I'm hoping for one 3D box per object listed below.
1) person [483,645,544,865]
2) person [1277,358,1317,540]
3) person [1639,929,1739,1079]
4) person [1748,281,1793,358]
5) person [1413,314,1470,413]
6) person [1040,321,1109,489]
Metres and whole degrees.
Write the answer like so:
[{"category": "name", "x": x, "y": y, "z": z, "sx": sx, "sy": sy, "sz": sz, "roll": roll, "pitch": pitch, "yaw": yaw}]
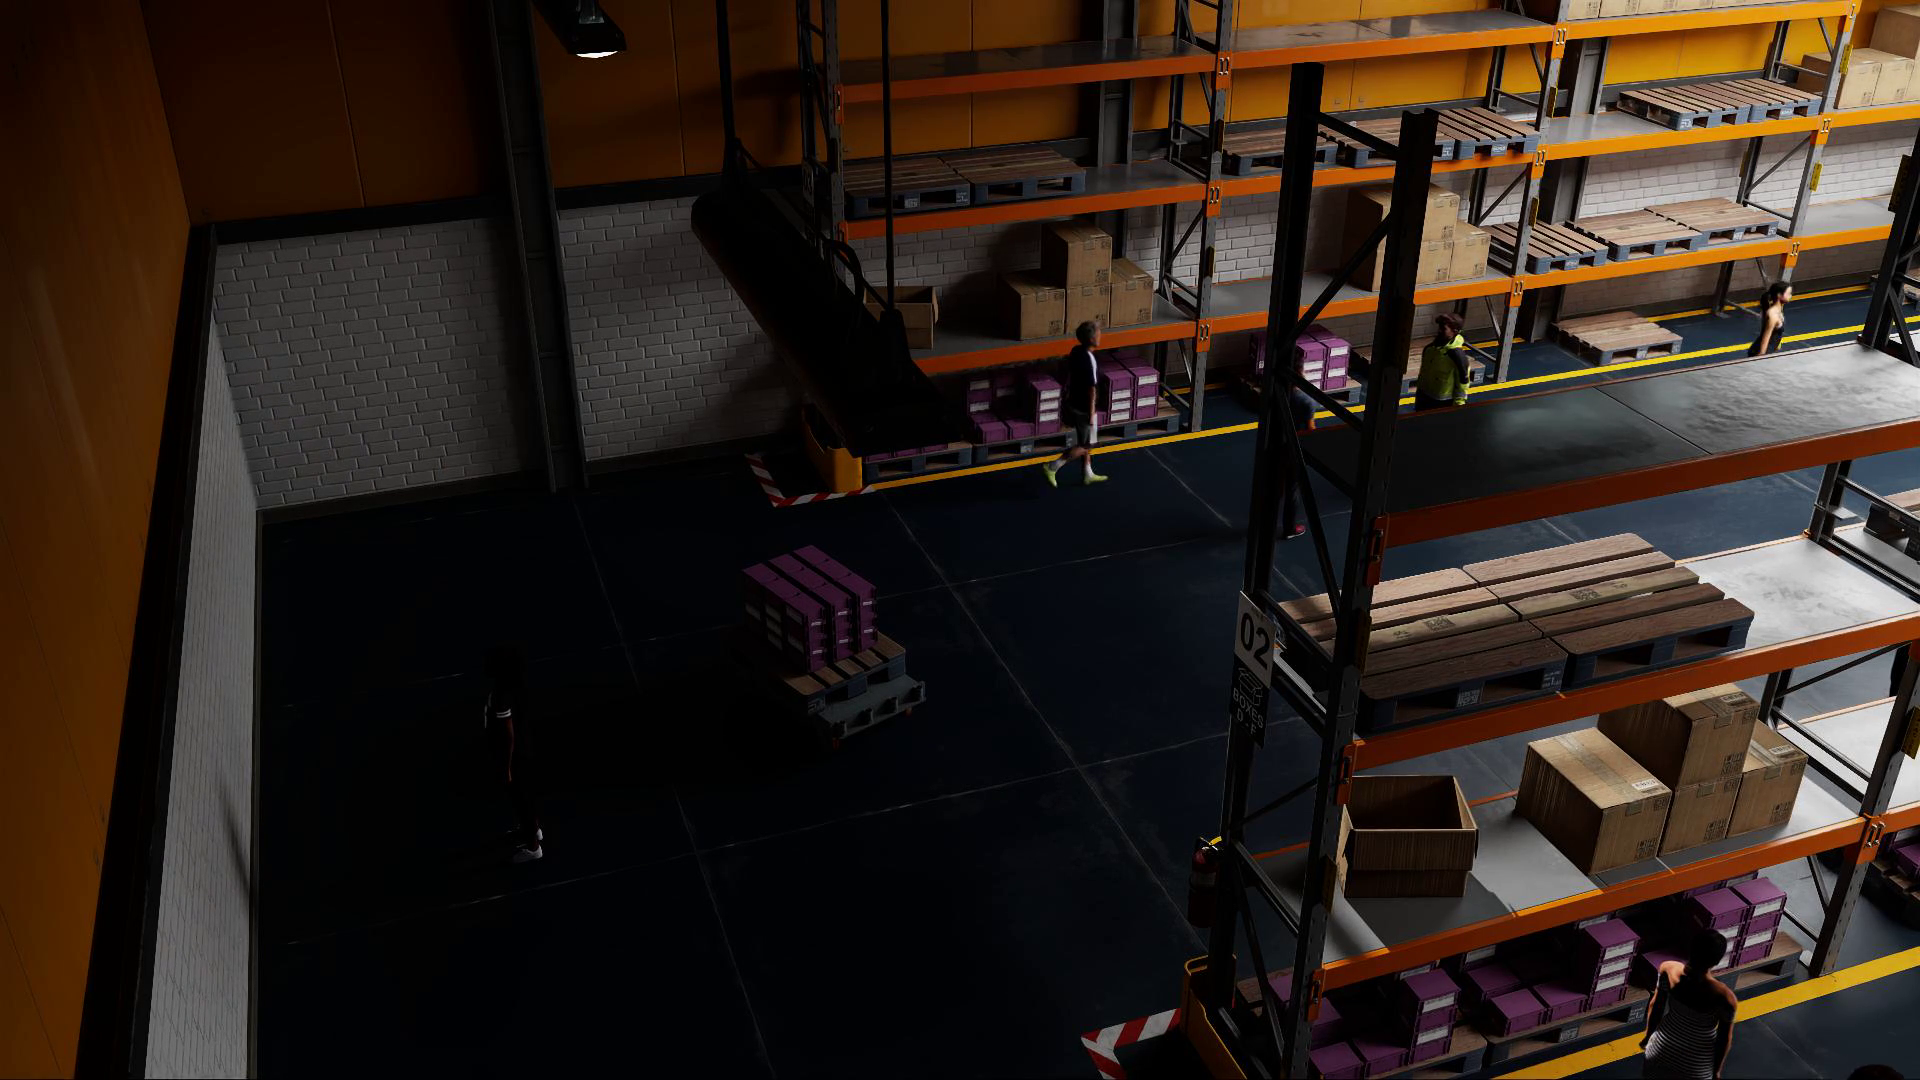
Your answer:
[{"category": "person", "x": -3.132, "y": 1.475, "z": 11.635, "sx": 0.644, "sy": 1.729, "sz": 0.656, "roll": -4, "pitch": 29, "yaw": -7}, {"category": "person", "x": 3.118, "y": -0.879, "z": 15.869, "sx": 0.725, "sy": 1.808, "sz": 0.731, "roll": 20, "pitch": 35, "yaw": 33}, {"category": "person", "x": 3.896, "y": 2.840, "z": 9.036, "sx": 0.657, "sy": 1.822, "sz": 0.669, "roll": -25, "pitch": 37, "yaw": -37}, {"category": "person", "x": 8.576, "y": -1.979, "z": 18.013, "sx": 1.166, "sy": 1.686, "sz": 1.028, "roll": 9, "pitch": 30, "yaw": 16}, {"category": "person", "x": 4.763, "y": -1.320, "z": 16.498, "sx": 0.672, "sy": 1.981, "sz": 0.793, "roll": -14, "pitch": 32, "yaw": -24}, {"category": "person", "x": 1.165, "y": -1.326, "z": 16.679, "sx": 0.994, "sy": 1.818, "sz": 0.643, "roll": -9, "pitch": 30, "yaw": -16}]
